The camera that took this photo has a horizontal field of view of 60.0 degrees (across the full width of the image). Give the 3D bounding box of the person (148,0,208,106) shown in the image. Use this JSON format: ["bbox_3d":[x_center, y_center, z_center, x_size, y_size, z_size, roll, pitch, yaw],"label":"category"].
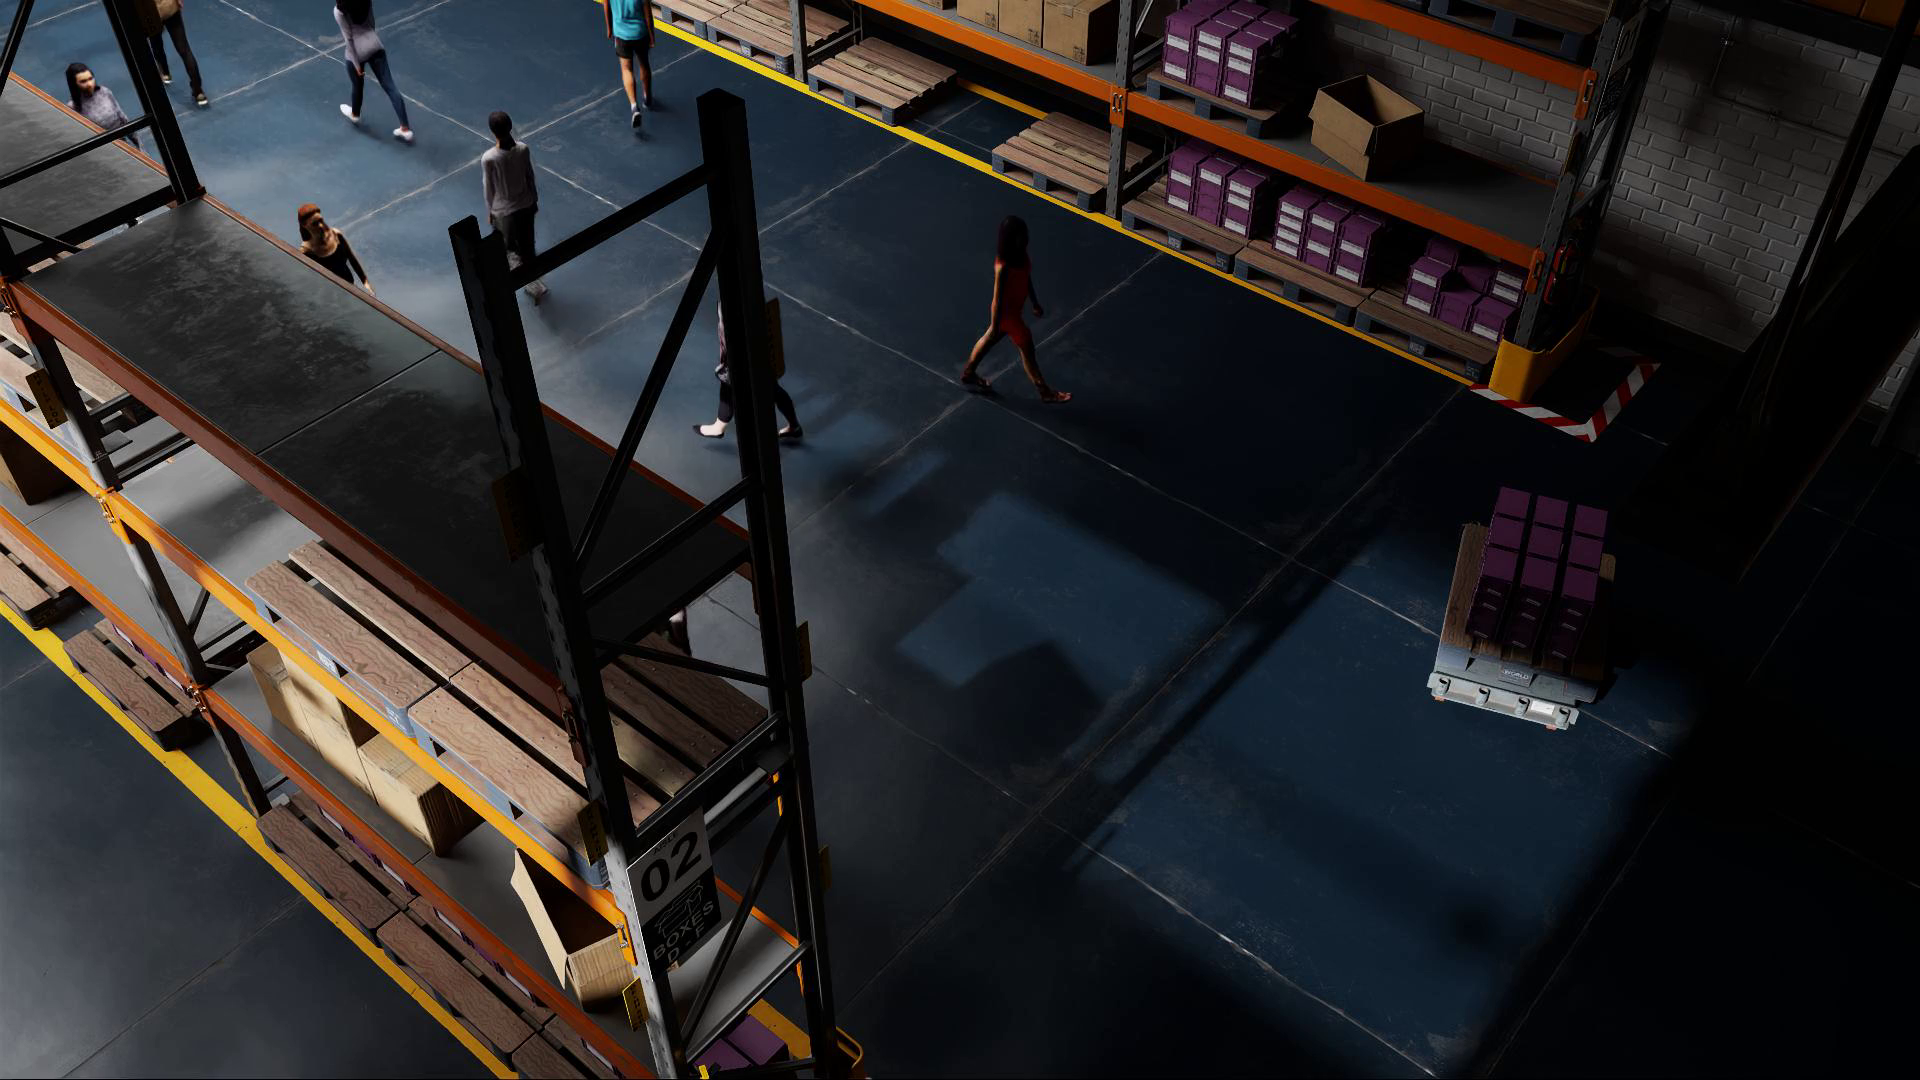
[{"bbox_3d":[-7.833,-5.148,16.362,0.842,1.802,1.248,-29,51,-27],"label":"person"}]

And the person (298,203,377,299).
[{"bbox_3d":[-4.985,-1.978,13.200,1.133,1.574,0.691,22,48,22],"label":"person"}]

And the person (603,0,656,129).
[{"bbox_3d":[-3.187,-4.851,16.088,1.032,1.750,1.142,-7,44,-7],"label":"person"}]

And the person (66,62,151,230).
[{"bbox_3d":[-7.516,-3.423,14.620,0.847,1.708,0.684,22,48,22],"label":"person"}]

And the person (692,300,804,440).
[{"bbox_3d":[-1.513,-1.367,12.548,1.178,1.589,1.003,5,44,5],"label":"person"}]

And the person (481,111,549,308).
[{"bbox_3d":[-3.685,-2.720,13.844,0.702,1.759,0.907,-29,51,-27],"label":"person"}]

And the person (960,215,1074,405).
[{"bbox_3d":[0.299,-1.779,12.932,1.235,1.655,0.918,11,45,11],"label":"person"}]

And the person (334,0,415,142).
[{"bbox_3d":[-5.590,-4.590,15.861,1.159,1.686,0.654,27,50,26],"label":"person"}]
